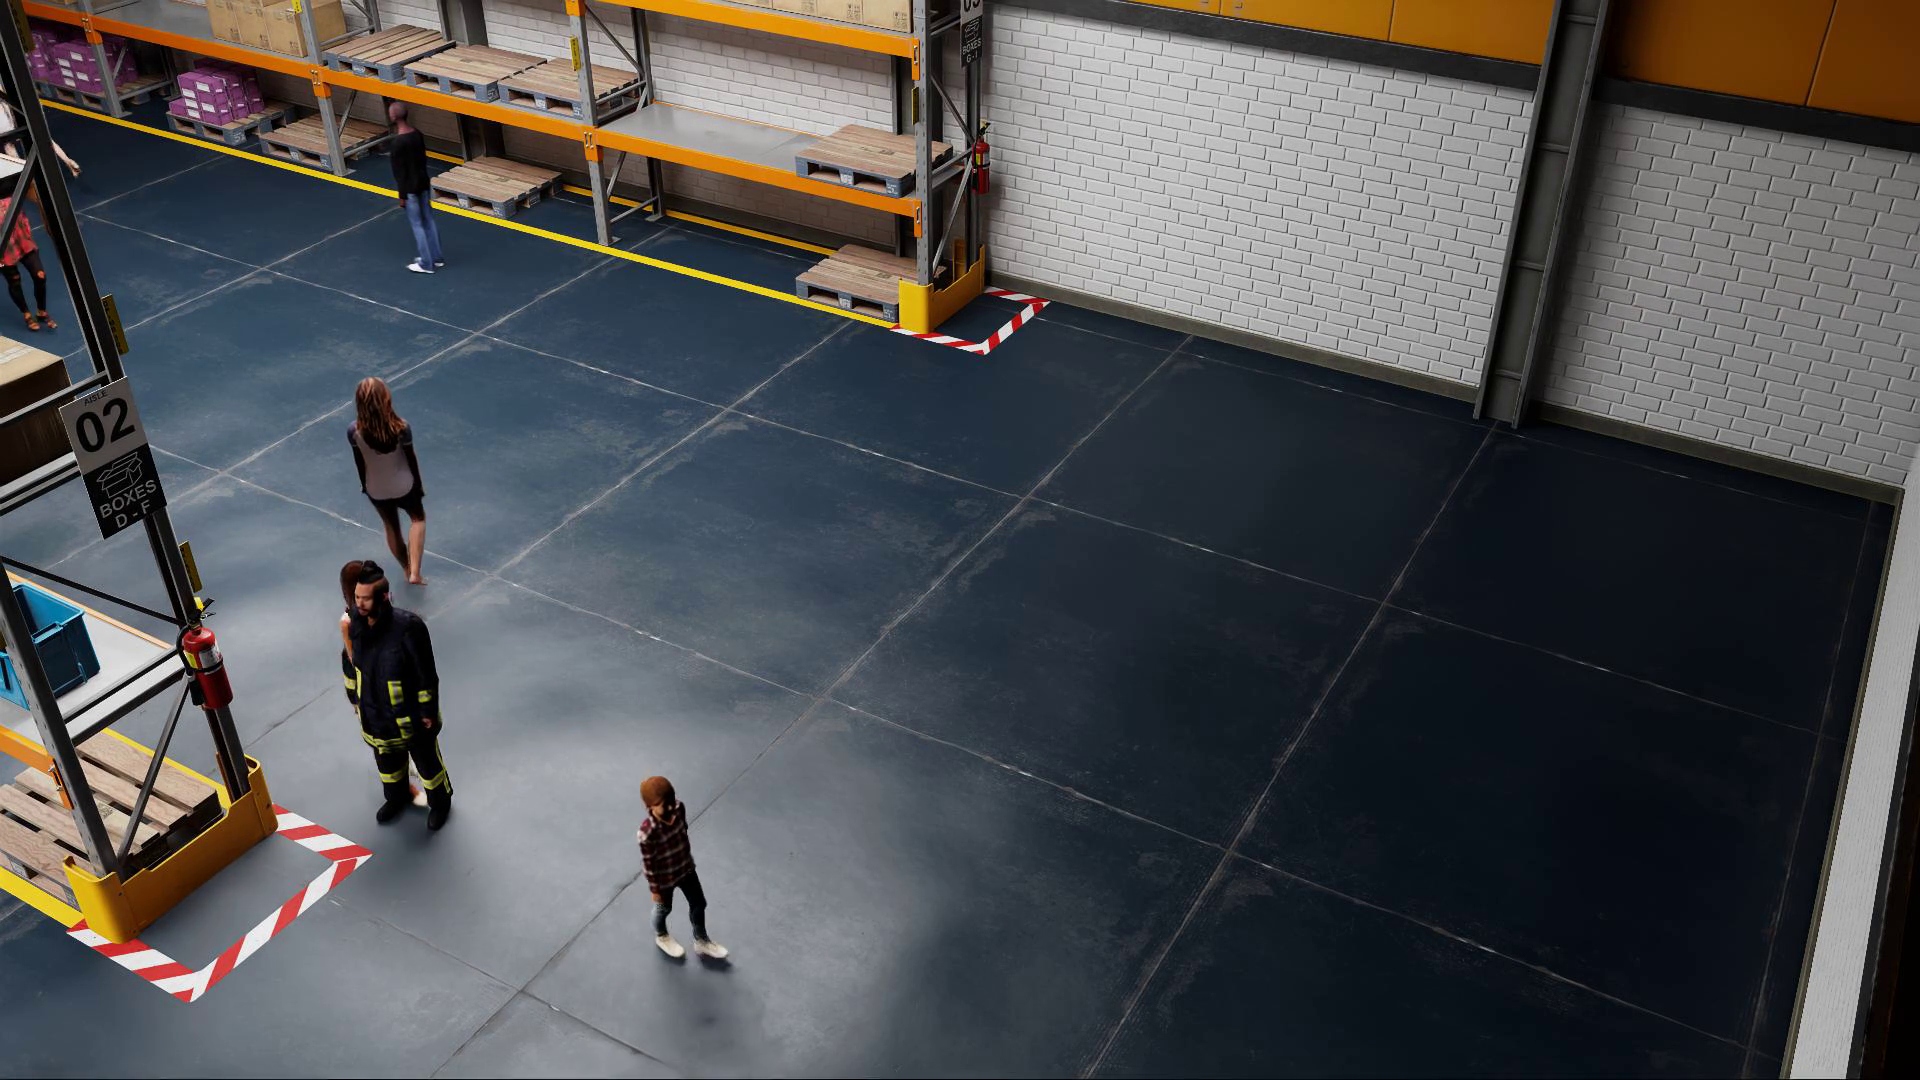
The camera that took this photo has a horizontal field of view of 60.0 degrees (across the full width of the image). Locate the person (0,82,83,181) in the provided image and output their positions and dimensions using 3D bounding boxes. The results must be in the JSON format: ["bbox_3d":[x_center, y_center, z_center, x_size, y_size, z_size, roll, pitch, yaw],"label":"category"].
[{"bbox_3d":[-10.451,-4.722,18.594,1.242,1.734,0.857,7,34,10],"label":"person"}]

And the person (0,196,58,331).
[{"bbox_3d":[-9.001,-2.777,15.708,0.676,1.689,0.680,24,41,32],"label":"person"}]

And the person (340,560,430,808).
[{"bbox_3d":[-3.573,0.864,10.151,0.656,1.778,0.598,19,38,26],"label":"person"}]

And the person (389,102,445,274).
[{"bbox_3d":[-5.514,-3.574,16.853,0.596,1.750,0.635,11,35,15],"label":"person"}]

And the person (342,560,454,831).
[{"bbox_3d":[-3.393,0.927,9.983,0.730,1.860,0.884,8,34,12],"label":"person"}]

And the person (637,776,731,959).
[{"bbox_3d":[-1.658,1.788,9.200,0.691,1.292,0.570,21,39,29],"label":"person"}]

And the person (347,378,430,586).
[{"bbox_3d":[-4.124,-0.354,12.035,0.852,1.721,0.900,-4,34,-7],"label":"person"}]
